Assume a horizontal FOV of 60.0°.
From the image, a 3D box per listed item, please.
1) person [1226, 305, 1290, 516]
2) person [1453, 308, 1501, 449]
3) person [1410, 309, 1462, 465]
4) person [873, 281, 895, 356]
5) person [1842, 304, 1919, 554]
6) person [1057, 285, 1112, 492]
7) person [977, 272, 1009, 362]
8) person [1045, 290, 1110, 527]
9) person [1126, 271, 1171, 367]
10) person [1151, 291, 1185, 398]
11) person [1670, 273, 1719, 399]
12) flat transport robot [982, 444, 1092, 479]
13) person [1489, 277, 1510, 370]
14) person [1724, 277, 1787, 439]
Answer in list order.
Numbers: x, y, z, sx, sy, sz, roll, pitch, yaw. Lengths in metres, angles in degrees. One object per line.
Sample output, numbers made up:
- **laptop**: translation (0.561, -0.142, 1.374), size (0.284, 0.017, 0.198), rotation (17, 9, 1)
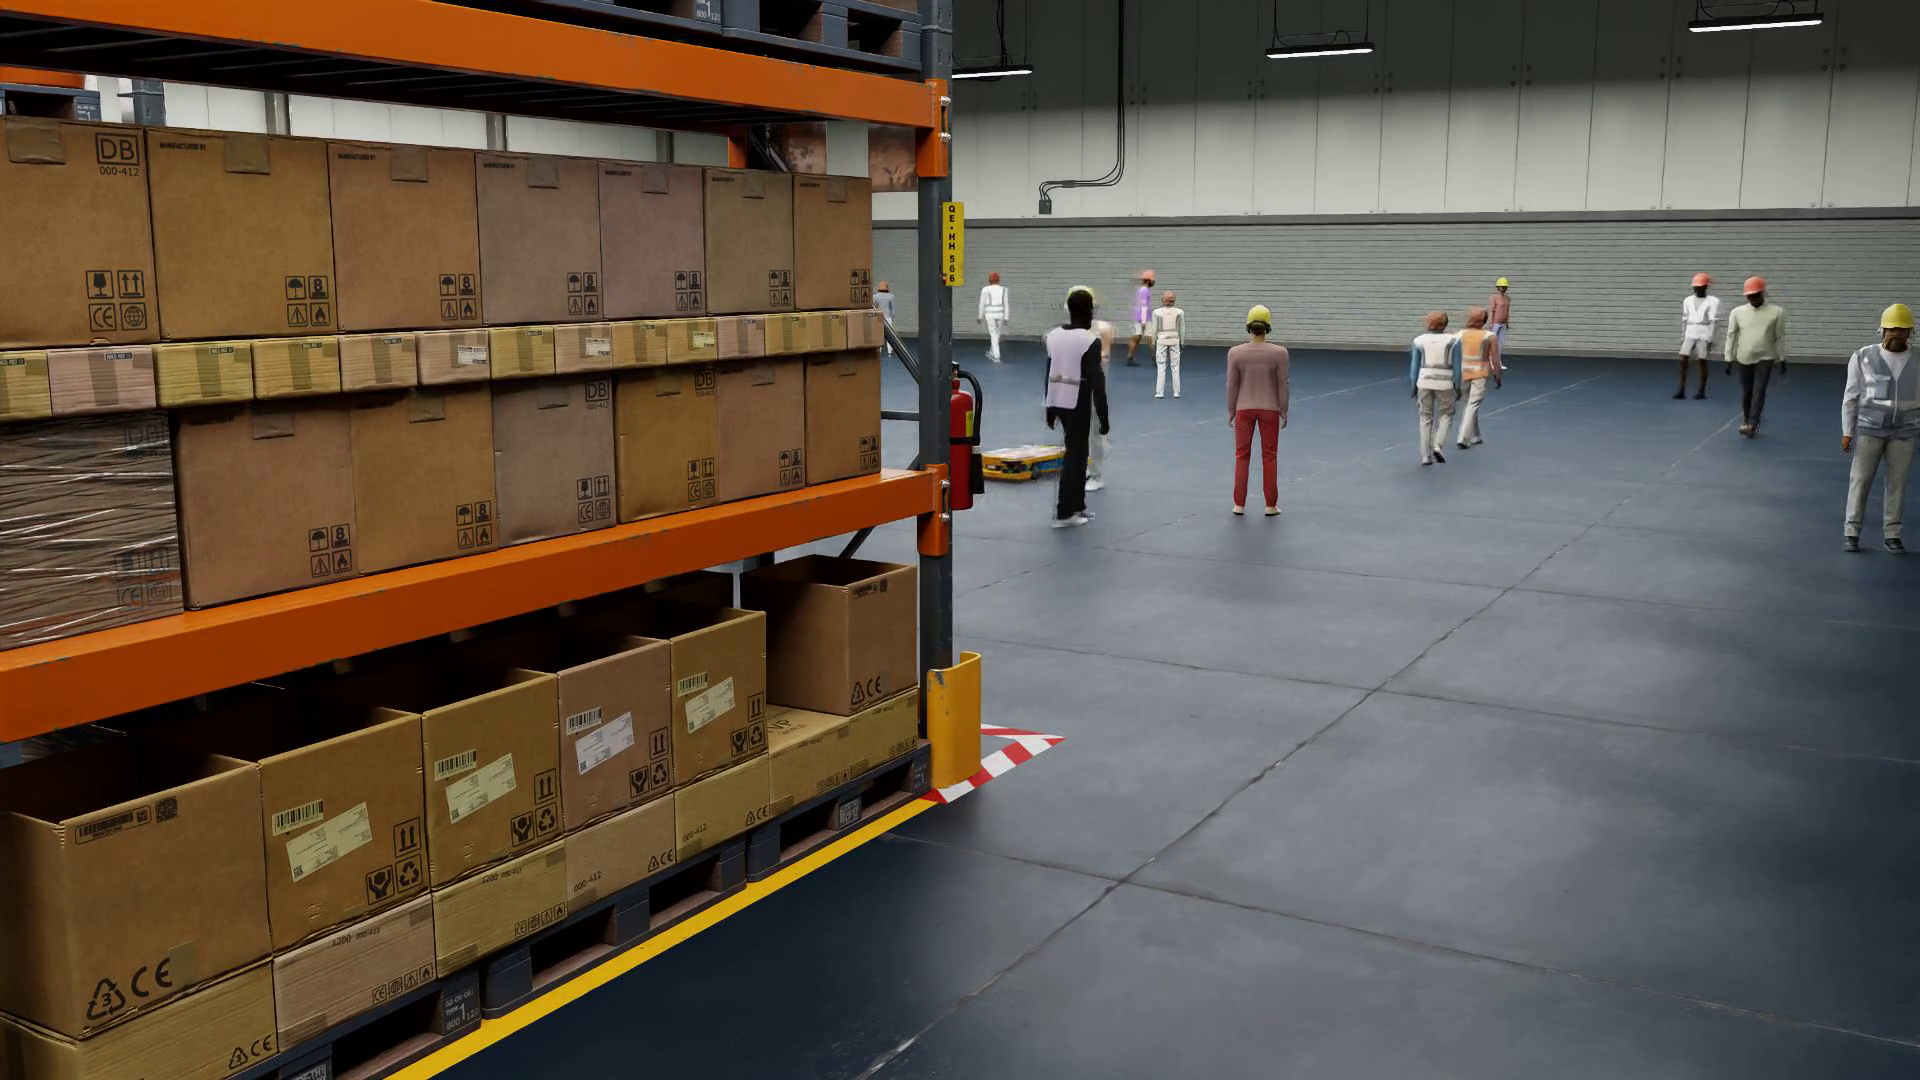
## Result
- **person**: translation (2.494, -1.078, 13.948), size (0.525, 1.772, 0.305), rotation (2, 10, 14)
- **person**: translation (5.871, -1.846, 18.958), size (0.534, 1.594, 0.870), rotation (8, 13, 40)
- **person**: translation (4.954, -1.583, 17.312), size (0.542, 1.623, 0.372), rotation (6, 11, 29)
- **person**: translation (-1.655, -4.803, 36.147), size (0.507, 1.633, 0.277), rotation (-1, 10, -6)
- **person**: translation (6.791, -0.809, 12.184), size (0.600, 1.830, 0.403), rotation (3, 10, 18)
- **person**: translation (1.155, -1.389, 15.364), size (0.604, 1.900, 0.487), rotation (9, 13, 42)
- **person**: translation (0.654, -4.606, 34.393), size (0.582, 1.833, 0.979), rotation (-4, 11, -23)
- **person**: translation (1.015, -1.058, 13.426), size (0.659, 1.900, 0.621), rotation (-6, 12, -33)
- **person**: translation (3.705, -4.322, 32.592), size (0.975, 1.882, 0.565), rotation (-1, 10, -3)
- **person**: translation (3.186, -2.987, 25.503), size (0.523, 1.638, 0.310), rotation (-1, 10, -4)
- **person**: translation (11.123, -3.060, 25.164), size (0.803, 1.906, 0.554), rotation (-9, 13, -41)
- **flat transport robot**: translation (0.672, -0.791, 16.647), size (0.652, 0.197, 1.431), rotation (7, 12, 35)
- **person**: translation (10.387, -4.160, 31.998), size (0.530, 1.767, 0.328), rotation (-6, 11, -30)
- **person**: translation (9.543, -2.178, 19.950), size (0.689, 1.919, 1.033), rotation (6, 11, 31)
